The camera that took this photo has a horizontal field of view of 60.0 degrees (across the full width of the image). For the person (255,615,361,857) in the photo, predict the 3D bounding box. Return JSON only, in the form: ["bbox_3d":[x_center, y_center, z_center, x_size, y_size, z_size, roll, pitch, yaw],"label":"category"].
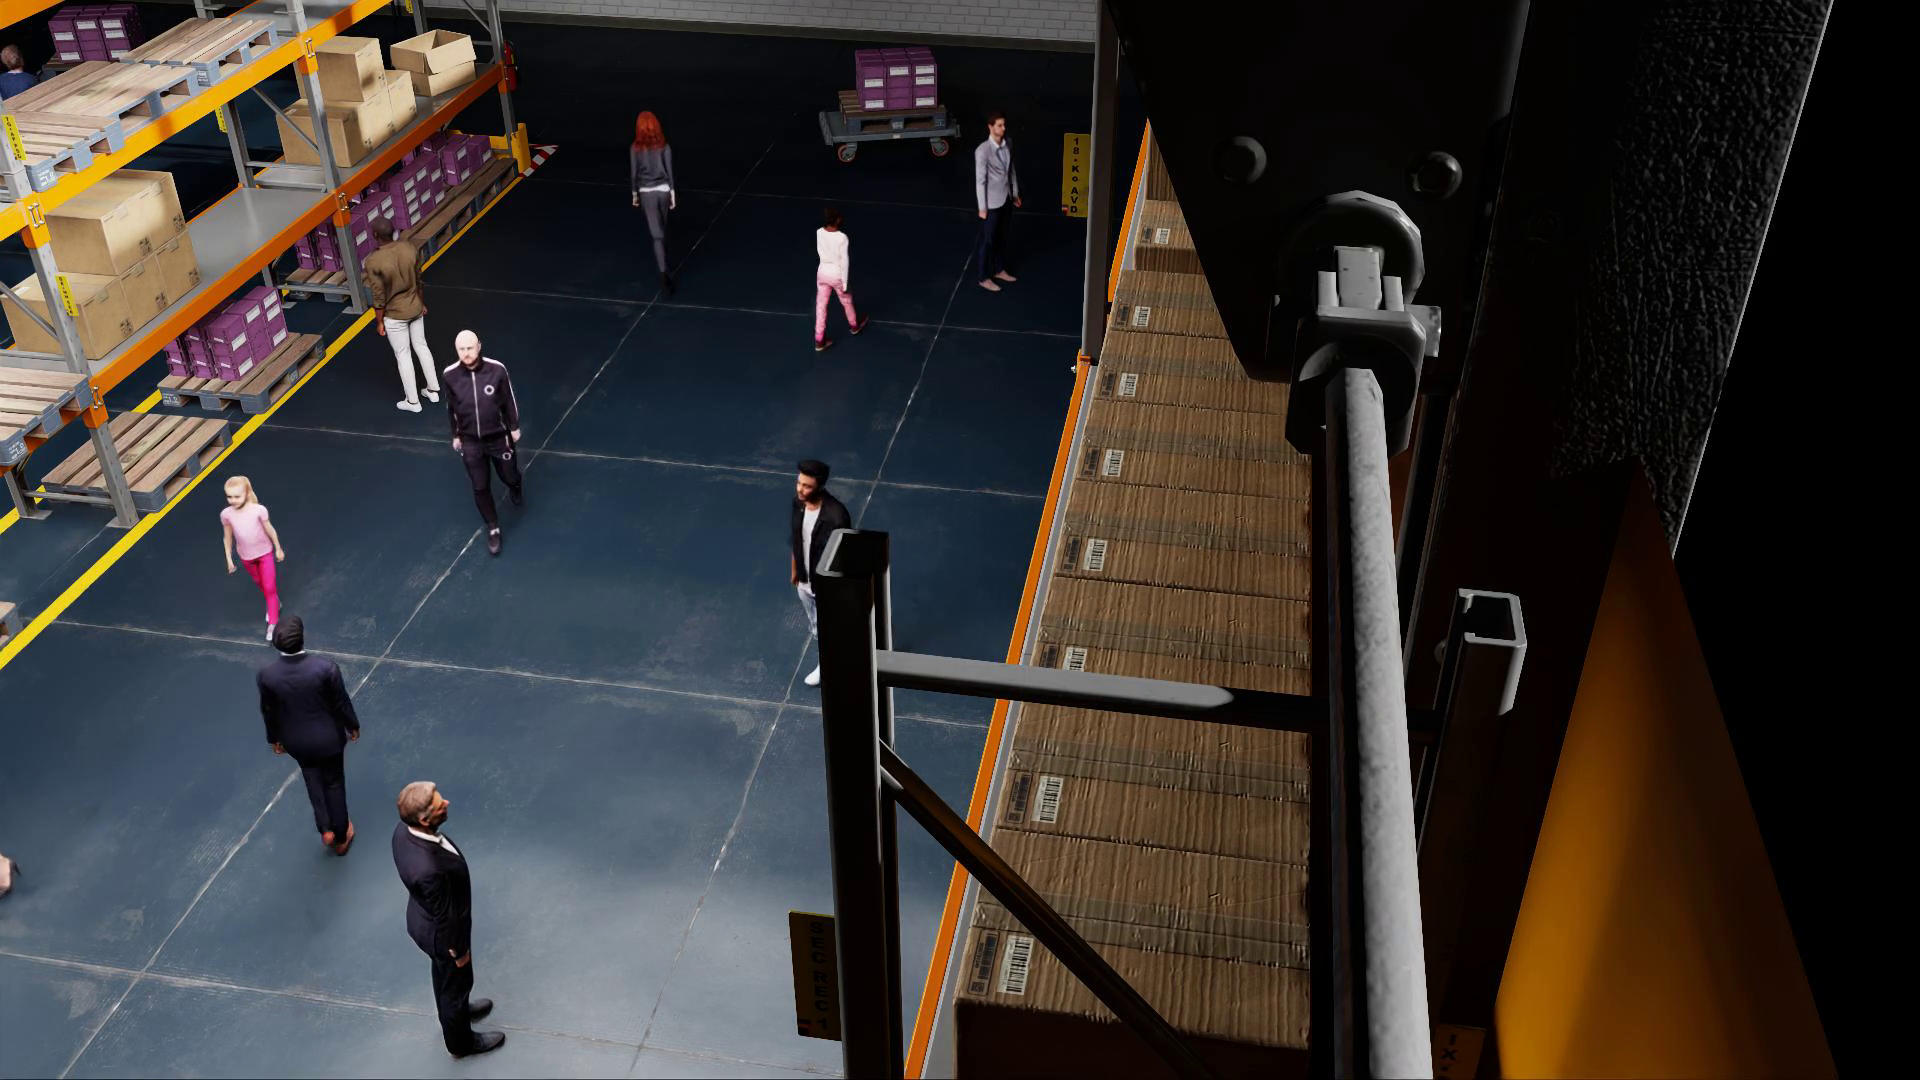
[{"bbox_3d":[-3.861,1.233,9.902,0.757,1.715,0.746,-7,34,-10],"label":"person"}]

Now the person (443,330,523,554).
[{"bbox_3d":[-3.677,-0.827,12.907,0.884,1.820,1.085,-5,34,-8],"label":"person"}]

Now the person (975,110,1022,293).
[{"bbox_3d":[0.353,-3.480,16.871,0.844,1.850,0.722,25,41,32],"label":"person"}]

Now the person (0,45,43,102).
[{"bbox_3d":[-10.290,-4.501,18.427,0.784,1.829,1.214,1,34,1],"label":"person"}]

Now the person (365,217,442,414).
[{"bbox_3d":[-4.916,-1.998,14.665,0.857,1.825,0.696,22,39,29],"label":"person"}]

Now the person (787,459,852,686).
[{"bbox_3d":[-0.873,0.195,11.386,0.875,1.802,0.839,-28,43,-35],"label":"person"}]

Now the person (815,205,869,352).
[{"bbox_3d":[-1.249,-2.468,15.747,0.740,1.410,1.020,16,37,23],"label":"person"}]

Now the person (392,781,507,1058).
[{"bbox_3d":[-2.726,1.969,8.707,0.824,1.813,0.749,-18,38,-25],"label":"person"}]

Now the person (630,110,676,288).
[{"bbox_3d":[-3.062,-3.398,16.873,0.948,1.712,1.295,-7,34,-10],"label":"person"}]

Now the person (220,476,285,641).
[{"bbox_3d":[-5.109,0.057,12.091,0.664,1.252,0.880,-4,34,-7],"label":"person"}]
